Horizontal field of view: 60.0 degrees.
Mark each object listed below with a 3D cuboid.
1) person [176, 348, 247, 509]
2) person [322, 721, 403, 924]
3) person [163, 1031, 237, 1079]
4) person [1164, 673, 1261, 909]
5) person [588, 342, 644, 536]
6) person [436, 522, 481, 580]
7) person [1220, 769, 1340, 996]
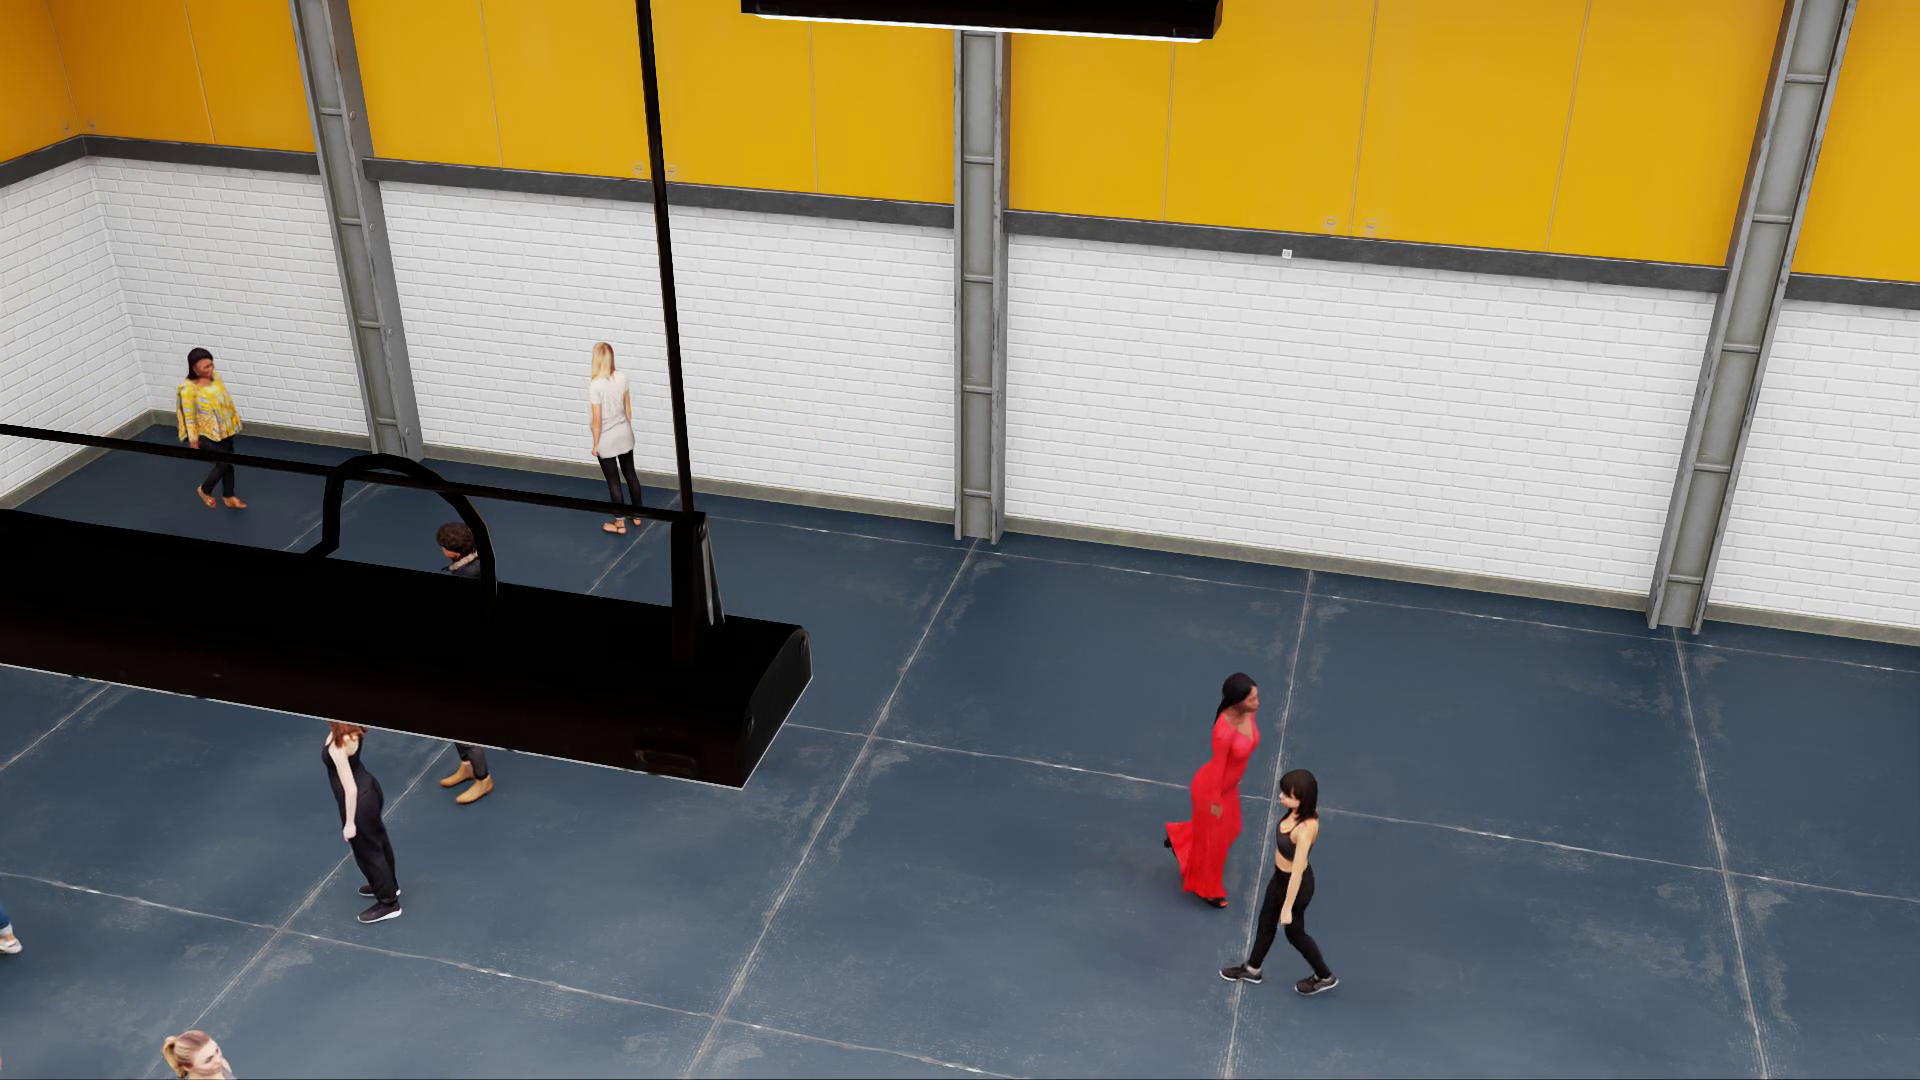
[{"bbox_3d":[-6.969,-1.007,15.342,0.746,1.640,0.723,4,29,8],"label":"person"},{"bbox_3d":[-3.758,1.623,10.409,0.658,1.746,0.652,-6,29,-11],"label":"person"},{"bbox_3d":[-3.592,3.008,7.967,1.146,1.654,0.695,4,29,7],"label":"person"},{"bbox_3d":[1.571,1.551,10.528,0.942,1.770,0.799,19,34,31],"label":"person"},{"bbox_3d":[-3.115,-0.918,14.986,0.670,1.825,0.689,21,35,34],"label":"person"},{"bbox_3d":[-3.437,0.651,12.194,1.124,1.744,0.595,8,30,14],"label":"person"},{"bbox_3d":[2.023,2.039,9.777,0.976,1.621,0.692,1,29,3],"label":"person"}]
